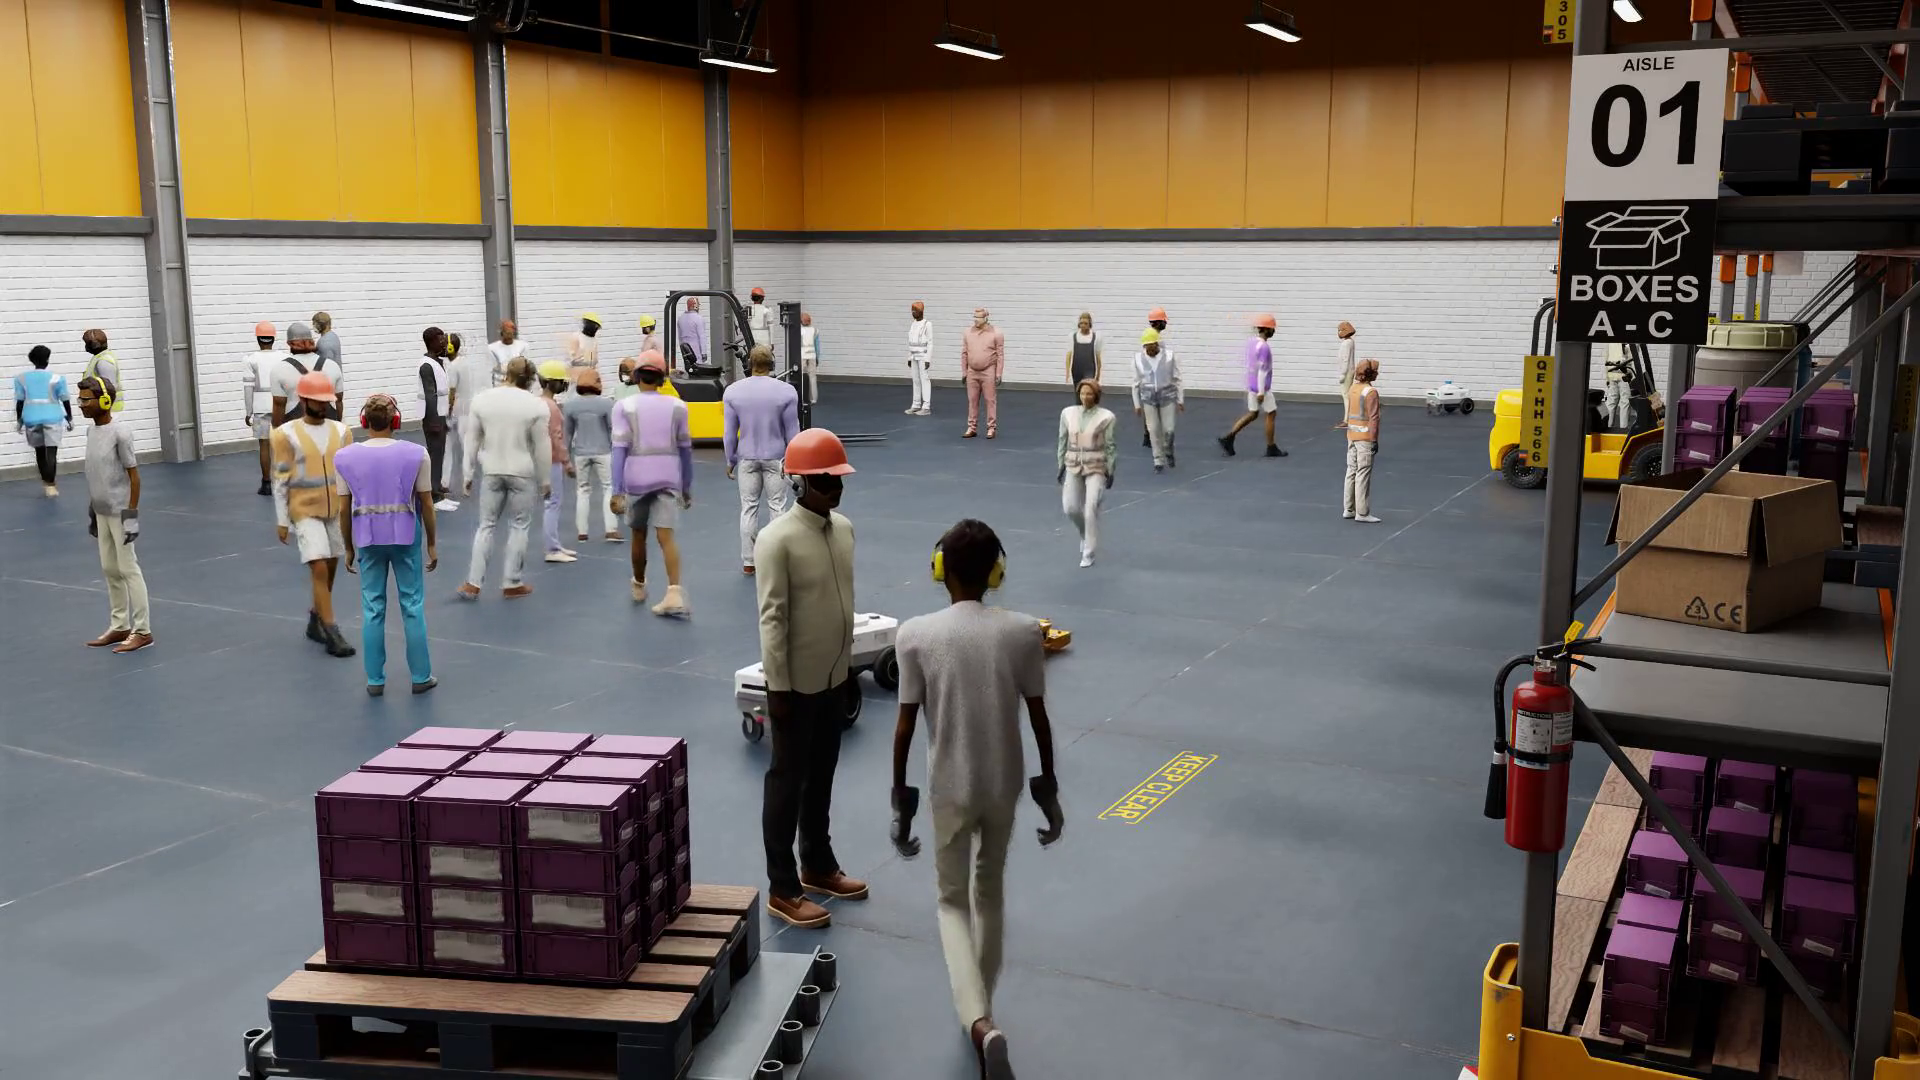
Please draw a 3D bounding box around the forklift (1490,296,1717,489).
[{"bbox_3d":[7.296,-1.677,18.993,2.313,2.155,1.214,5,11,27],"label":"forklift"}]

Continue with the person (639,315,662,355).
[{"bbox_3d":[-4.647,-2.492,24.975,0.323,1.761,0.523,-7,12,-34],"label":"person"}]

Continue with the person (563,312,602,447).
[{"bbox_3d":[-5.254,-2.211,23.029,0.386,1.879,0.747,5,11,25],"label":"person"}]

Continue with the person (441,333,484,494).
[{"bbox_3d":[-5.491,-1.393,18.460,0.949,1.824,0.527,-1,10,-8],"label":"person"}]

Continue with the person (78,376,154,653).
[{"bbox_3d":[-5.724,-0.172,11.221,0.521,1.870,0.319,7,12,34],"label":"person"}]

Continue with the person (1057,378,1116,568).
[{"bbox_3d":[1.109,-0.597,14.376,0.530,1.623,0.504,5,11,25],"label":"person"}]

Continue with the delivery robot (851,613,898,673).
[{"bbox_3d":[-0.730,0.615,10.197,0.707,0.478,0.477,-9,13,-41],"label":"delivery robot"}]

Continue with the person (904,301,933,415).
[{"bbox_3d":[-0.675,-3.016,27.637,0.355,1.887,0.574,-7,12,-37],"label":"person"}]

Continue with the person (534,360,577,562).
[{"bbox_3d":[-3.530,-0.677,14.472,0.338,1.765,0.540,-3,10,-19],"label":"person"}]

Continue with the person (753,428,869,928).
[{"bbox_3d":[-0.590,0.539,6.740,0.387,1.996,0.611,5,11,28],"label":"person"}]

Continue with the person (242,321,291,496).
[{"bbox_3d":[-7.678,-1.464,18.507,0.553,1.935,0.363,-7,12,-34],"label":"person"}]

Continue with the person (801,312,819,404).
[{"bbox_3d":[-2.735,-3.222,29.548,0.521,1.638,0.311,-5,11,-26],"label":"person"}]

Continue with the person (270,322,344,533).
[{"bbox_3d":[-6.304,-1.087,16.024,0.678,2.000,0.537,-8,13,-39],"label":"person"}]

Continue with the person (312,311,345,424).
[{"bbox_3d":[-8.207,-2.000,21.615,0.373,1.937,0.629,-2,10,-11],"label":"person"}]

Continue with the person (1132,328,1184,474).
[{"bbox_3d":[2.415,-1.704,20.340,0.646,1.789,0.579,2,10,12],"label":"person"}]

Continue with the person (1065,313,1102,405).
[{"bbox_3d":[1.825,-2.443,24.598,0.508,1.795,0.984,2,10,12],"label":"person"}]

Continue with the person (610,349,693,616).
[{"bbox_3d":[-2.307,-0.427,12.457,0.675,1.976,1.040,-5,11,-25],"label":"person"}]

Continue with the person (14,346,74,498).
[{"bbox_3d":[-10.119,-1.319,18.451,0.545,1.659,0.780,-2,10,-11],"label":"person"}]

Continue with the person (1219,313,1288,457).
[{"bbox_3d":[3.886,-2.027,21.871,0.854,1.912,0.556,-2,10,-9],"label":"person"}]

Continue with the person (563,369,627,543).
[{"bbox_3d":[-3.384,-0.763,15.359,0.651,1.617,0.449,1,10,8],"label":"person"}]

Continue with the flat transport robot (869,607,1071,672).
[{"bbox_3d":[0.088,0.682,10.900,0.652,0.197,1.431,6,12,33],"label":"flat transport robot"}]

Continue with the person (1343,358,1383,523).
[{"bbox_3d":[4.039,-0.997,16.664,0.309,1.638,0.522,-2,10,-14],"label":"person"}]

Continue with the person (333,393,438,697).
[{"bbox_3d":[-3.463,0.037,10.075,0.567,1.847,0.389,-2,10,-12],"label":"person"}]

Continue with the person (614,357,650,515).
[{"bbox_3d":[-3.348,-1.052,16.995,0.499,1.633,0.282,5,11,26],"label":"person"}]

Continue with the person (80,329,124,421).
[{"bbox_3d":[-9.681,-1.462,18.791,0.429,1.837,0.621,-5,11,-27],"label":"person"}]

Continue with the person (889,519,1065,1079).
[{"bbox_3d":[0.066,0.854,5.431,0.599,1.825,0.817,-2,10,-12],"label":"person"}]

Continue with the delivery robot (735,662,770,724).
[{"bbox_3d":[-0.941,0.773,9.279,0.477,0.478,0.707,5,11,28],"label":"delivery robot"}]

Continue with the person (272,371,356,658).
[{"bbox_3d":[-4.308,-0.192,11.254,0.819,1.903,0.564,9,13,42],"label":"person"}]

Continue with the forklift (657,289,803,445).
[{"bbox_3d":[-3.358,-2.392,23.136,2.313,2.155,1.214,-1,10,-5],"label":"forklift"}]

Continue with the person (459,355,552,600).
[{"bbox_3d":[-3.525,-0.477,12.925,0.730,1.895,0.467,1,10,4],"label":"person"}]

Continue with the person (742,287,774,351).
[{"bbox_3d":[-3.850,-3.803,31.746,0.611,2.040,0.393,0,10,1],"label":"person"}]

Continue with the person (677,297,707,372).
[{"bbox_3d":[-4.699,-3.341,29.464,0.639,1.908,0.409,8,12,38],"label":"person"}]

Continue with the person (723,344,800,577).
[{"bbox_3d":[-1.638,-0.654,13.816,0.638,1.937,0.356,0,10,1],"label":"person"}]

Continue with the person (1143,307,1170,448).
[{"bbox_3d":[2.715,-2.241,22.991,0.352,1.942,0.546,-1,10,-8],"label":"person"}]

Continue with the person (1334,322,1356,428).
[{"bbox_3d":[5.942,-2.541,25.620,0.292,1.632,0.501,4,11,24],"label":"person"}]

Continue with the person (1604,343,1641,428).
[{"bbox_3d":[9.504,-2.330,23.822,0.404,1.831,0.600,-5,11,-26],"label":"person"}]

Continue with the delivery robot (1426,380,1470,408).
[{"bbox_3d":[8.146,-2.421,27.774,0.707,0.478,0.477,-4,11,-24],"label":"delivery robot"}]

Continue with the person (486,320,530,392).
[{"bbox_3d":[-6.138,-2.088,22.607,0.591,1.787,1.153,-3,10,-19],"label":"person"}]

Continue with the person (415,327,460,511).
[{"bbox_3d":[-5.497,-1.266,17.423,0.392,1.917,0.593,-2,10,-11],"label":"person"}]

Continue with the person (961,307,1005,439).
[{"bbox_3d":[0.311,-2.416,24.114,0.644,1.905,0.400,4,11,23],"label":"person"}]
